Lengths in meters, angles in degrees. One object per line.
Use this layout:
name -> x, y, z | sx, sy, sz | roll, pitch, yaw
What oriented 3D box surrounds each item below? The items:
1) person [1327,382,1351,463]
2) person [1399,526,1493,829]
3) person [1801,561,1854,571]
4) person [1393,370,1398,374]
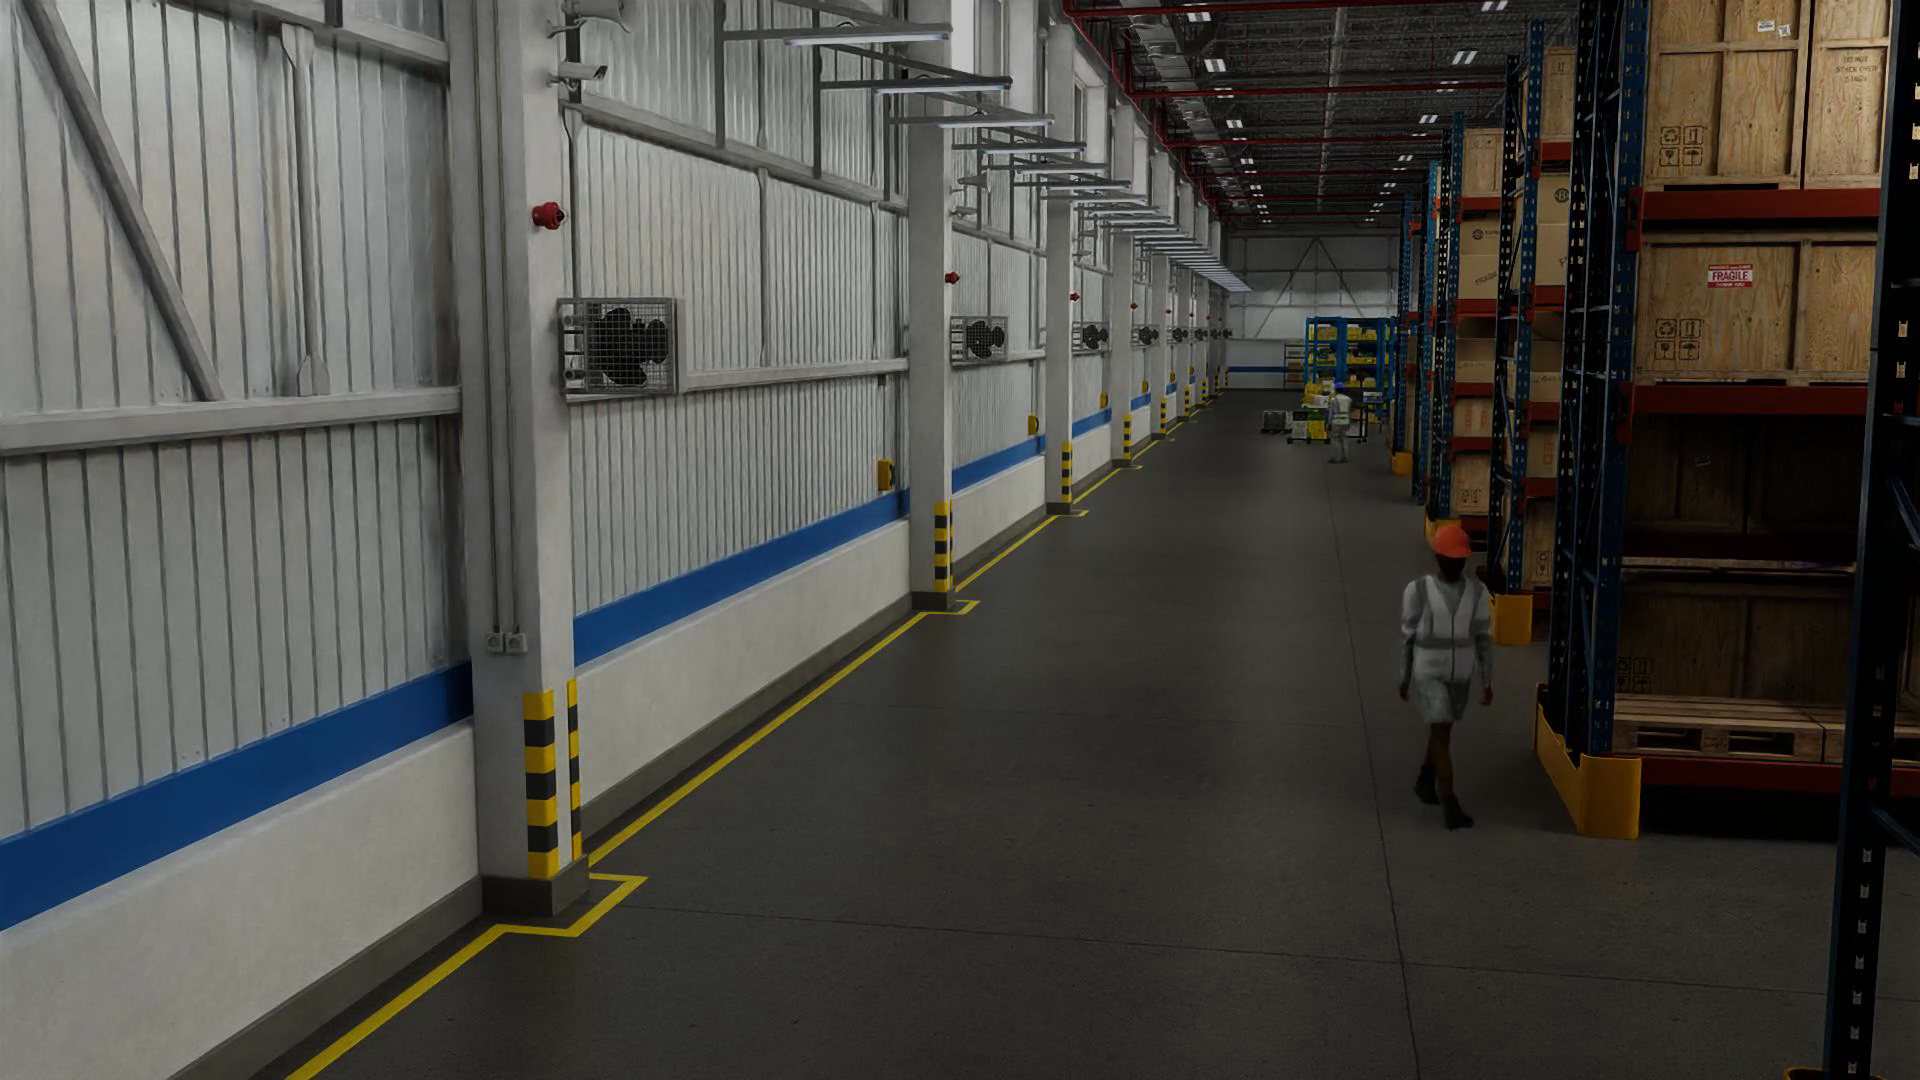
person -> 8.952, -2.769, 39.319 | 0.604, 1.940, 0.418 | -3, 8, -24
person -> 3.103, 0.846, 10.586 | 0.555, 1.886, 1.020 | 0, 7, -3
person -> 7.009, 0.493, 13.406 | 1.013, 1.886, 0.650 | 1, 7, 10
person -> 16.219, -5.516, 61.743 | 0.464, 1.821, 0.597 | 0, 7, 1
